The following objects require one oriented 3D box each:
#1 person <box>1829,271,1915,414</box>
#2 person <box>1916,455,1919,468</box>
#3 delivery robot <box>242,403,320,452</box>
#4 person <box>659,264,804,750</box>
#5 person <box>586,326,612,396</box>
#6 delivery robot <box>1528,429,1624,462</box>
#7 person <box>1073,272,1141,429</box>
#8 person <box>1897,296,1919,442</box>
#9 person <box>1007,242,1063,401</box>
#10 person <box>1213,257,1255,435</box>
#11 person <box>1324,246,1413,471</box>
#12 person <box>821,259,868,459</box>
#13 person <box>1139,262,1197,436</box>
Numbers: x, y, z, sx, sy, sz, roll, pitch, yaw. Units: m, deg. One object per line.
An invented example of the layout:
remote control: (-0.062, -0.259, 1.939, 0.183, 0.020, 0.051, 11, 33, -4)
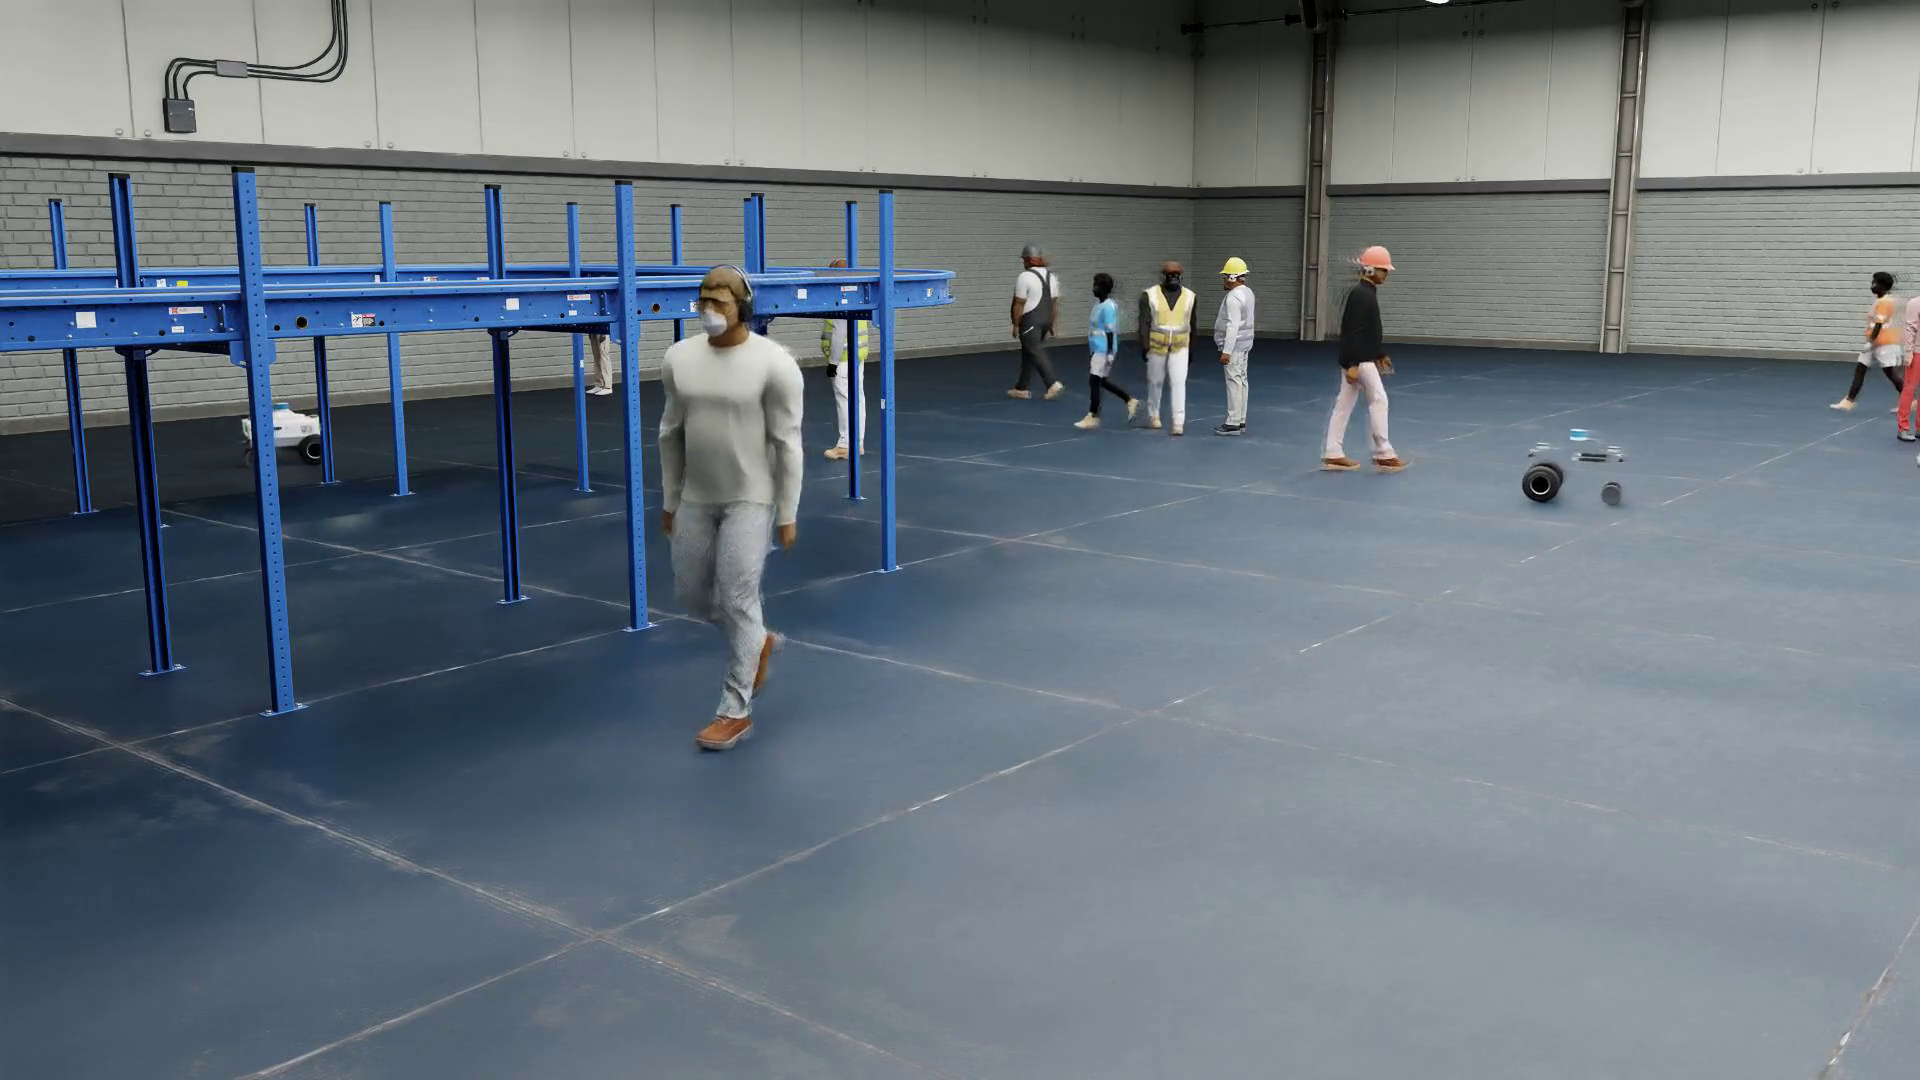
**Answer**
person: (10.766, -2.305, 19.436, 0.867, 1.655, 0.529, 3, 11, 16)
person: (8.555, -1.459, 13.839, 0.611, 1.989, 1.068, -2, 11, -13)
delivery robot: (-6.157, -1.007, 15.152, 0.707, 0.478, 0.477, -5, 11, -25)
person: (-0.909, -0.153, 6.762, 0.642, 1.927, 0.645, 5, 11, 25)
person: (-4.730, -2.717, 21.764, 0.306, 1.640, 0.523, -6, 12, -32)
delivery robot: (4.827, -0.751, 13.014, 0.698, 0.223, 0.335, 5, 11, 23)
person: (1.598, -2.043, 17.915, 0.701, 1.678, 0.539, -1, 10, -3)
person: (9.775, -1.884, 16.812, 0.522, 1.765, 0.317, -3, 11, -16)
person: (0.980, -2.787, 21.157, 0.997, 2.000, 0.688, 9, 13, 40)
person: (2.857, -2.024, 17.387, 0.403, 1.834, 0.588, 5, 11, 25)
person: (3.631, -1.576, 14.560, 0.883, 1.946, 0.606, 1, 10, 6)
person: (-1.081, -1.687, 15.518, 0.429, 1.837, 0.621, 4, 11, 20)
person: (2.191, -2.042, 17.612, 0.624, 1.807, 0.964, 0, 10, 0)
